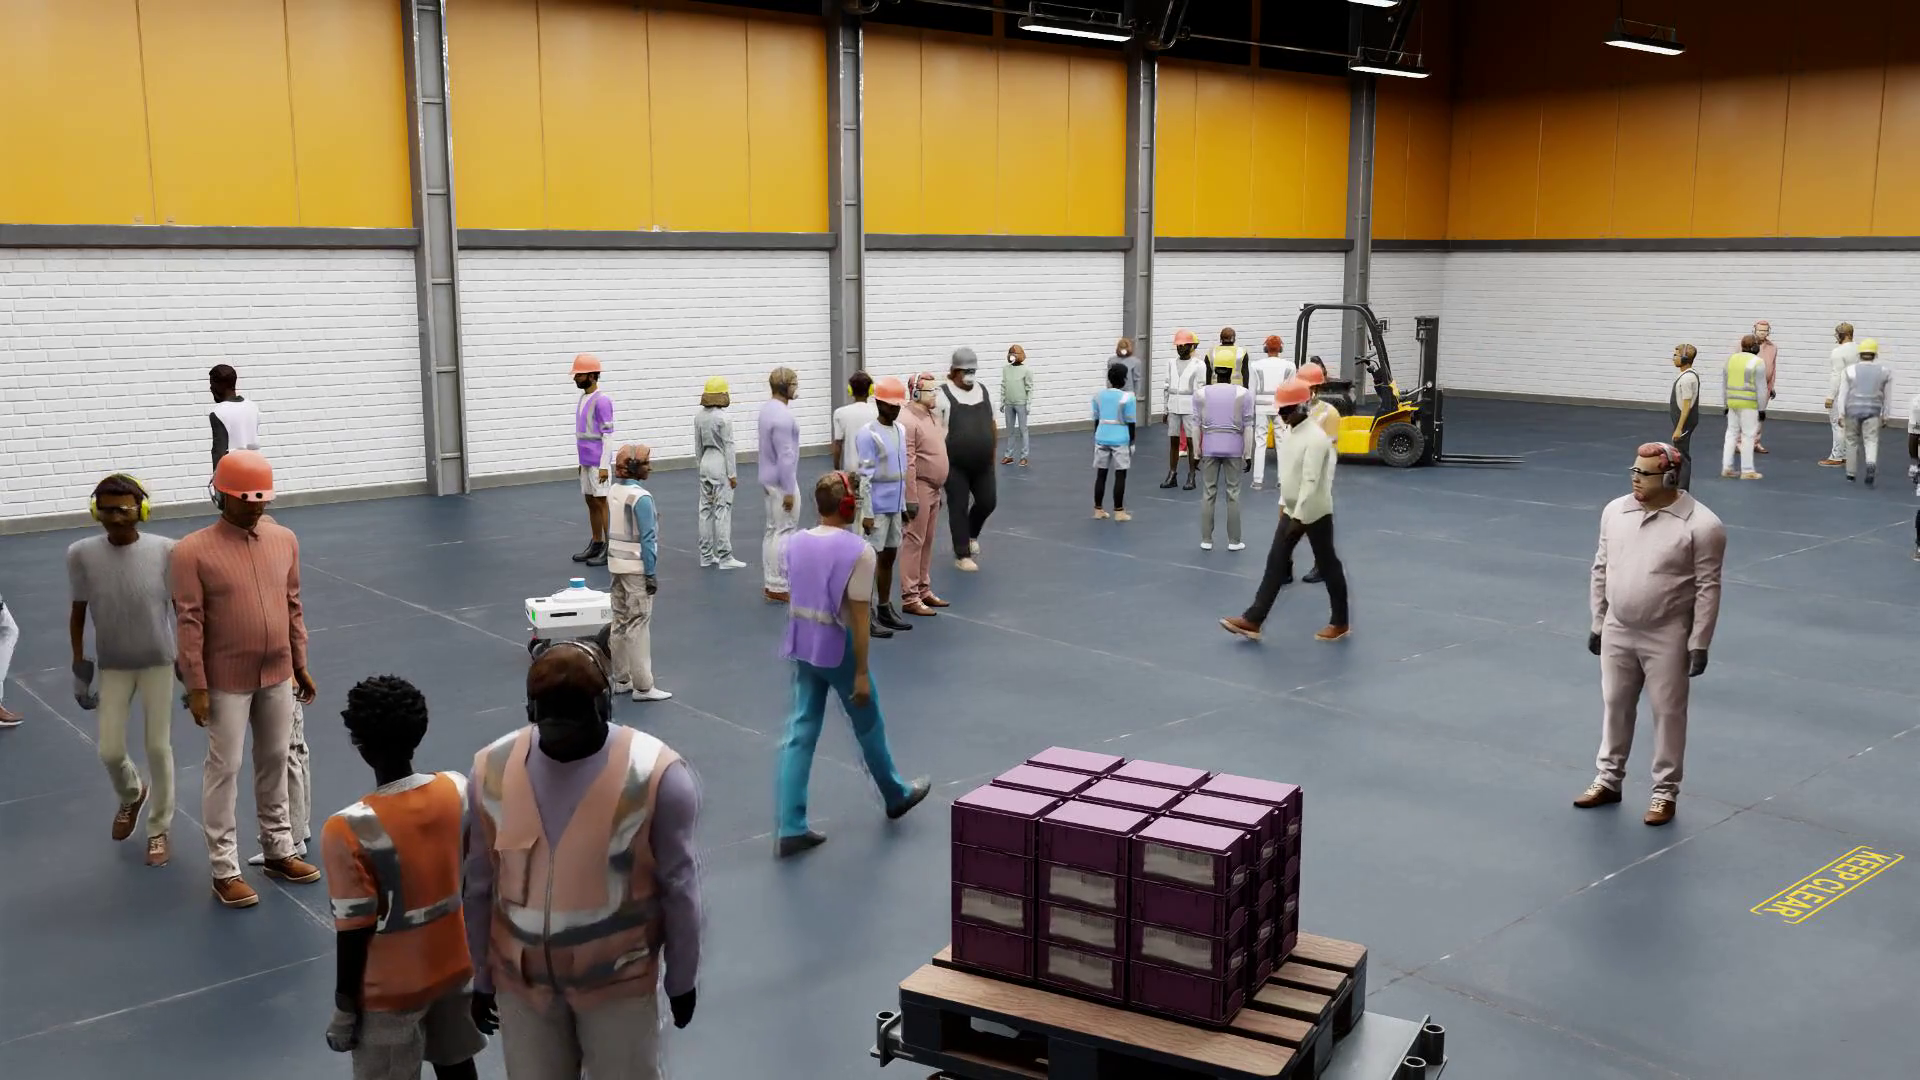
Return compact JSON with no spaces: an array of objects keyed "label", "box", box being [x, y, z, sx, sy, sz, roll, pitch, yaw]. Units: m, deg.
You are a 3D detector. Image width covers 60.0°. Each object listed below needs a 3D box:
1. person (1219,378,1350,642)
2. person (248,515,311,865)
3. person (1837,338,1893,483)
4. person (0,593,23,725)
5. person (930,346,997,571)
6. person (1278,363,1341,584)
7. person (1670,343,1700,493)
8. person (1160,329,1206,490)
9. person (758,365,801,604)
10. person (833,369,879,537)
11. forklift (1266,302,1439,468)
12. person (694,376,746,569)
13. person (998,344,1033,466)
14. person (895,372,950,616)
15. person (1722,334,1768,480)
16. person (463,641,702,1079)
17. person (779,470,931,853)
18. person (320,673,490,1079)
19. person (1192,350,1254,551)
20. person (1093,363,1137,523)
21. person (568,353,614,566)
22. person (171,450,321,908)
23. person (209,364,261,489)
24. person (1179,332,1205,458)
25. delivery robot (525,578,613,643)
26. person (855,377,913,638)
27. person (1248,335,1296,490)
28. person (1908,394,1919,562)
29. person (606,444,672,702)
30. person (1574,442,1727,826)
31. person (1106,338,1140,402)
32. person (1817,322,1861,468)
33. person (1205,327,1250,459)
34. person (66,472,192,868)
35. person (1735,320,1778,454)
[{"label":"person","box":[2.429,-0.198,12.047,1.033,1.923,0.638,-3,10,-16]},{"label":"person","box":[-3.207,0.685,7.745,0.313,1.642,0.513,-2,10,-12]},{"label":"person","box":[11.126,-1.575,20.464,0.591,1.815,0.689,3,10,19]},{"label":"person","box":[-5.804,0.232,9.768,0.564,1.852,0.529,2,10,11]},{"label":"person","box":[0.032,-0.750,14.976,0.697,2.000,0.646,-4,11,-24]},{"label":"person","box":[2.925,-0.548,14.158,0.814,1.907,0.564,-9,13,-42]},{"label":"person","box":[8.066,-1.271,18.600,0.346,1.847,0.505,5,11,26]},{"label":"person","box":[2.690,-1.570,20.072,0.542,1.939,0.361,6,12,33]},{"label":"person","box":[-1.455,-0.452,13.530,0.355,1.937,0.635,-4,10,-20]},{"label":"person","box":[-0.849,-0.567,14.552,0.528,1.840,0.916,1,10,7]},{"label":"forklift","box":[5.320,-2.157,22.763,2.313,2.155,1.214,3,10,16]},{"label":"person","box":[-2.186,-0.612,15.035,0.484,1.744,0.296,8,13,40]},{"label":"person","box":[0.753,-1.815,22.397,0.499,1.634,0.279,7,12,35]},{"label":"person","box":[-0.289,-0.369,13.138,0.410,1.909,0.643,3,10,17]},{"label":"person","box":[9.946,-1.688,21.051,0.429,1.840,0.634,-4,10,-20]},{"label":"person","box":[-1.007,1.149,4.489,0.638,1.827,0.596,1,10,7]},{"label":"person","box":[-0.552,0.556,8.017,0.596,1.795,0.969,8,12,38]},{"label":"person","box":[-1.510,1.200,4.556,0.318,1.698,0.539,5,11,27]},{"label":"person","box":[2.503,-0.848,15.882,0.586,1.928,0.364,3,10,15]},{"label":"person","box":[1.636,-1.026,17.638,0.536,1.686,0.332,7,12,37]},{"label":"person","box":[-3.359,-0.728,15.150,0.365,1.935,0.552,-7,12,-35]},{"label":"person","box":[-3.111,0.589,7.299,0.393,1.985,0.611,6,11,31]},{"label":"person","box":[-6.113,-0.528,14.080,0.398,1.907,0.587,2,10,9]},{"label":"person","box":[3.193,-2.002,23.111,0.533,1.767,0.326,9,13,42]},{"label":"delivery robot","box":[-2.677,0.510,11.667,0.707,0.478,0.477,-4,10,-20]},{"label":"person","box":[-0.540,-0.250,12.373,0.384,1.930,0.547,6,11,31]},{"label":"person","box":[3.755,-1.534,20.068,0.572,1.876,0.355,0,10,3]},{"label":"person","box":[9.063,-0.749,15.333,0.772,1.922,0.413,-3,10,-15]},{"label":"person","box":[-2.076,0.205,10.567,0.315,1.636,0.515,-7,12,-37]},{"label":"person","box":[3.424,0.460,8.295,0.400,1.905,0.643,-8,12,-38]},{"label":"person","box":[2.429,-2.191,24.637,0.503,1.616,0.455,3,10,16]},{"label":"person","box":[11.774,-1.931,22.206,0.627,1.934,0.372,-7,12,-35]},{"label":"person","box":[3.686,-2.010,22.960,0.621,1.837,0.429,3,10,15]},{"label":"person","box":[-3.818,0.588,7.722,0.547,1.846,0.503,-3,10,-19]},{"label":"person","box":[11.367,-2.177,23.734,0.642,1.905,0.399,-2,10,-11]}]
